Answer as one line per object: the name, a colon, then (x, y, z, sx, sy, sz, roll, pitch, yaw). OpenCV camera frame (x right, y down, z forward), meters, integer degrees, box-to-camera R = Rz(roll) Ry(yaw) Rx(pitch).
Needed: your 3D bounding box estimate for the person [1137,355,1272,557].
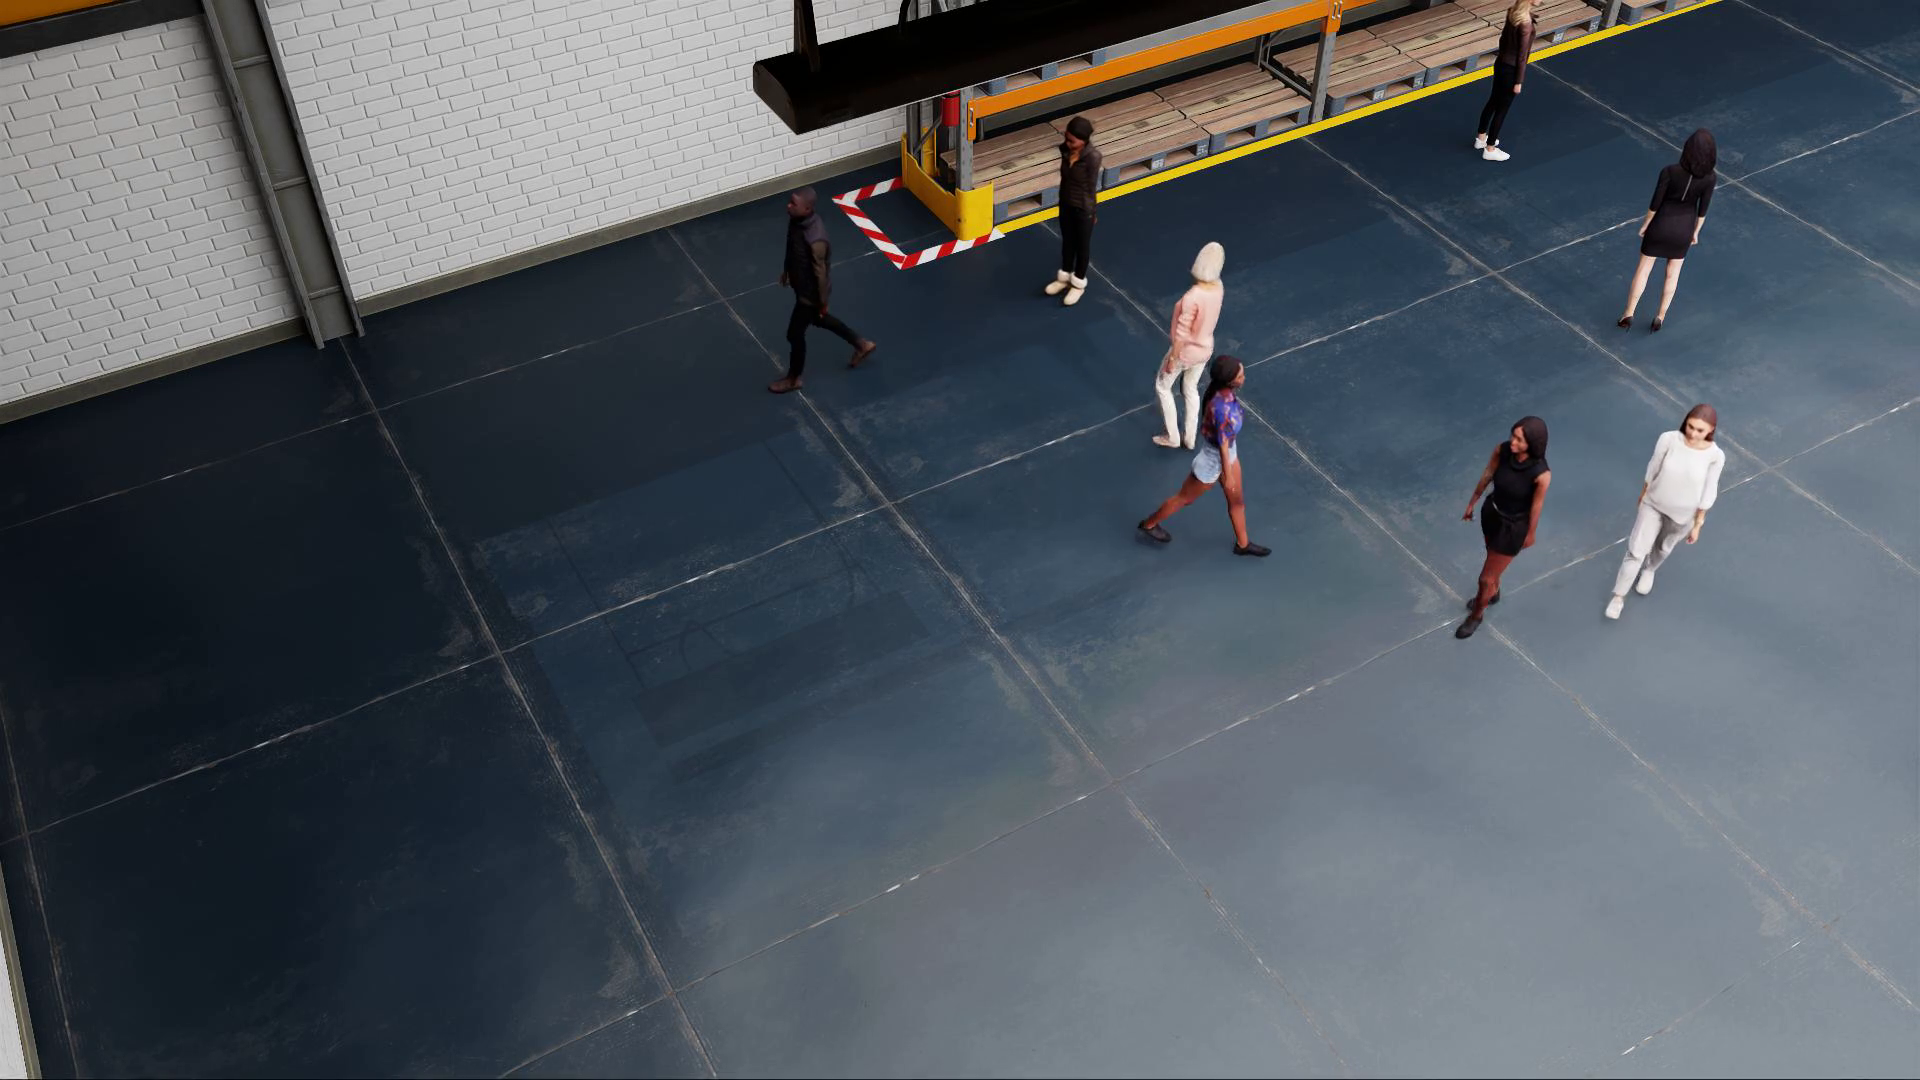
person: (1.648, -0.543, 11.415, 1.183, 1.695, 1.140, 11, 45, 12)

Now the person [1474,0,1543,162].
person: (5.082, -4.359, 15.416, 0.647, 1.703, 0.675, -4, 44, -4)

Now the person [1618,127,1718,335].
person: (5.684, -2.454, 13.344, 0.657, 1.802, 0.723, 9, 44, 10)

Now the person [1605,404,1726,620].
person: (4.785, -0.265, 11.148, 0.916, 1.662, 1.056, 20, 47, 19)

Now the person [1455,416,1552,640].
person: (3.659, -0.140, 10.975, 0.779, 1.719, 0.615, -23, 48, -22)

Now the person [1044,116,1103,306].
person: (0.980, -2.770, 13.778, 0.643, 1.661, 0.695, -23, 48, -22)

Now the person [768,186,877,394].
person: (-1.078, -1.949, 12.812, 1.223, 1.806, 0.876, -12, 45, -12)

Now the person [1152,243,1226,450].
person: (1.720, -1.385, 12.307, 0.810, 1.686, 0.612, 24, 49, 23)
